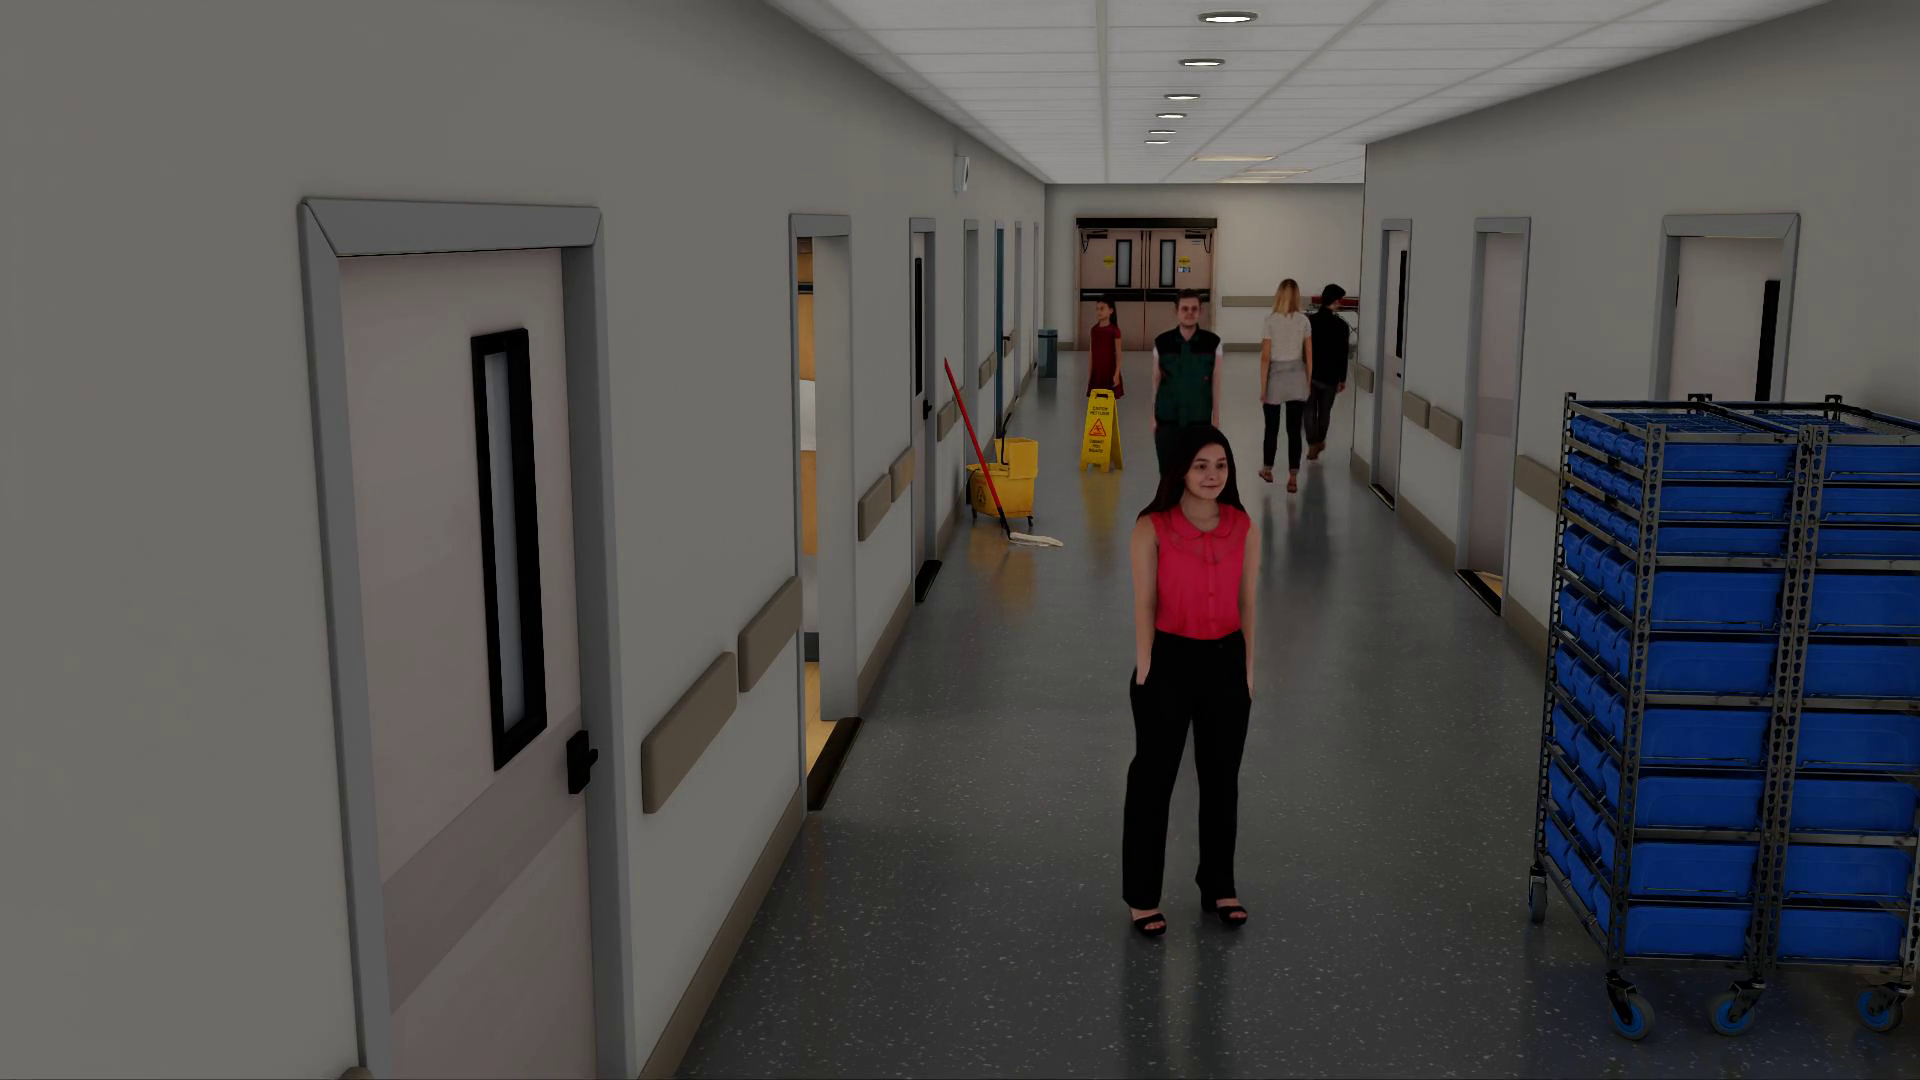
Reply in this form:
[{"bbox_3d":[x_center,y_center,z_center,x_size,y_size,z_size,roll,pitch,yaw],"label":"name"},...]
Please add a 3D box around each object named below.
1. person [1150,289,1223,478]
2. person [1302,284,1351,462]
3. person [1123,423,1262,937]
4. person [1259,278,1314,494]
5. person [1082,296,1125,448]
[{"bbox_3d":[1.566,-0.838,11.642,0.670,1.832,0.727,2,11,10],"label":"person"},{"bbox_3d":[3.421,-1.553,15.866,0.770,1.668,1.127,2,11,12],"label":"person"},{"bbox_3d":[0.743,0.449,5.339,0.643,1.658,0.630,-3,11,-16],"label":"person"},{"bbox_3d":[2.754,-1.242,13.949,0.664,1.771,1.184,0,11,1],"label":"person"},{"bbox_3d":[1.489,-1.715,17.008,0.671,1.552,0.731,8,14,38],"label":"person"}]
